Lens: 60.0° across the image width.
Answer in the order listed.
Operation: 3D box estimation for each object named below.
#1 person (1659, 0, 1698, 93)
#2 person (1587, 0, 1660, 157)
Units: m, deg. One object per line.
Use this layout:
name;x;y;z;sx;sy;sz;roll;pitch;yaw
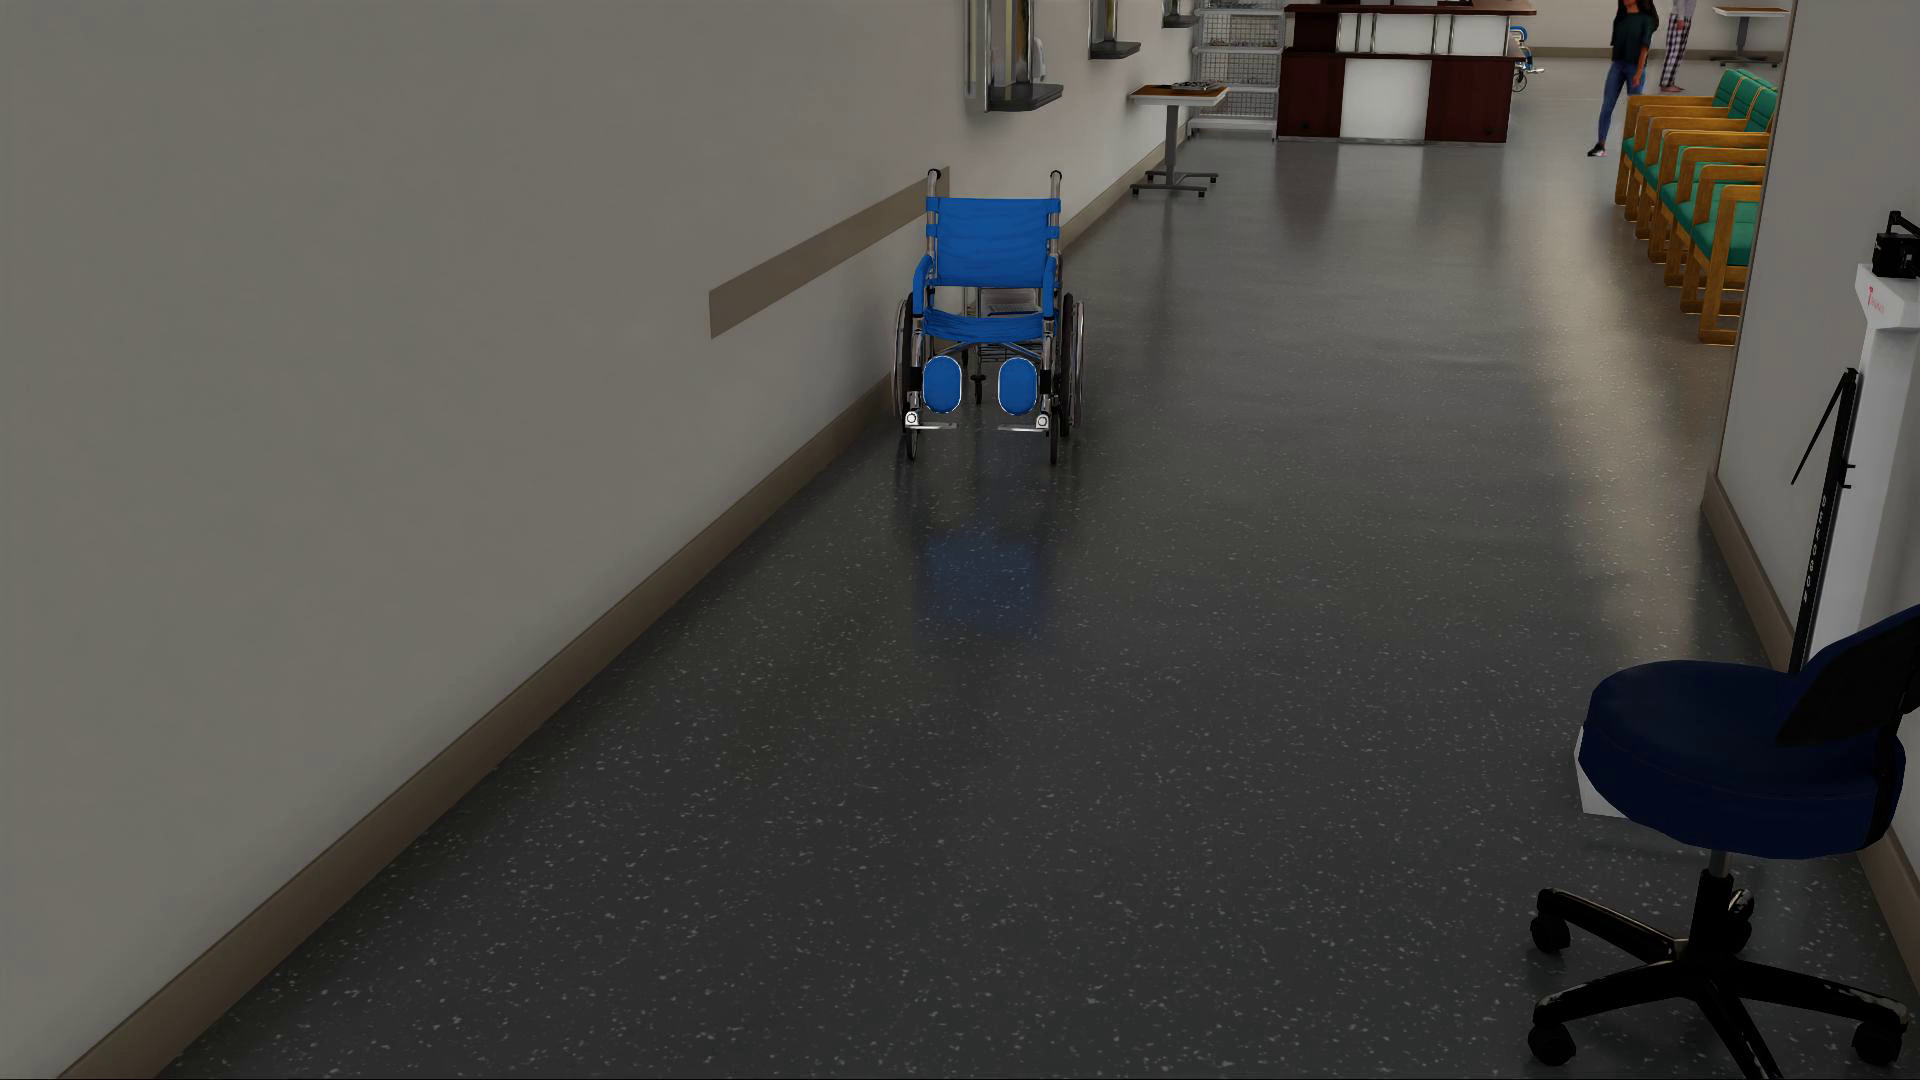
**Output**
person;9.386;-6.806;21.656;0.645;1.848;0.686;13;25;32
person;6.384;-4.436;15.775;1.029;1.581;1.084;-18;27;-39
